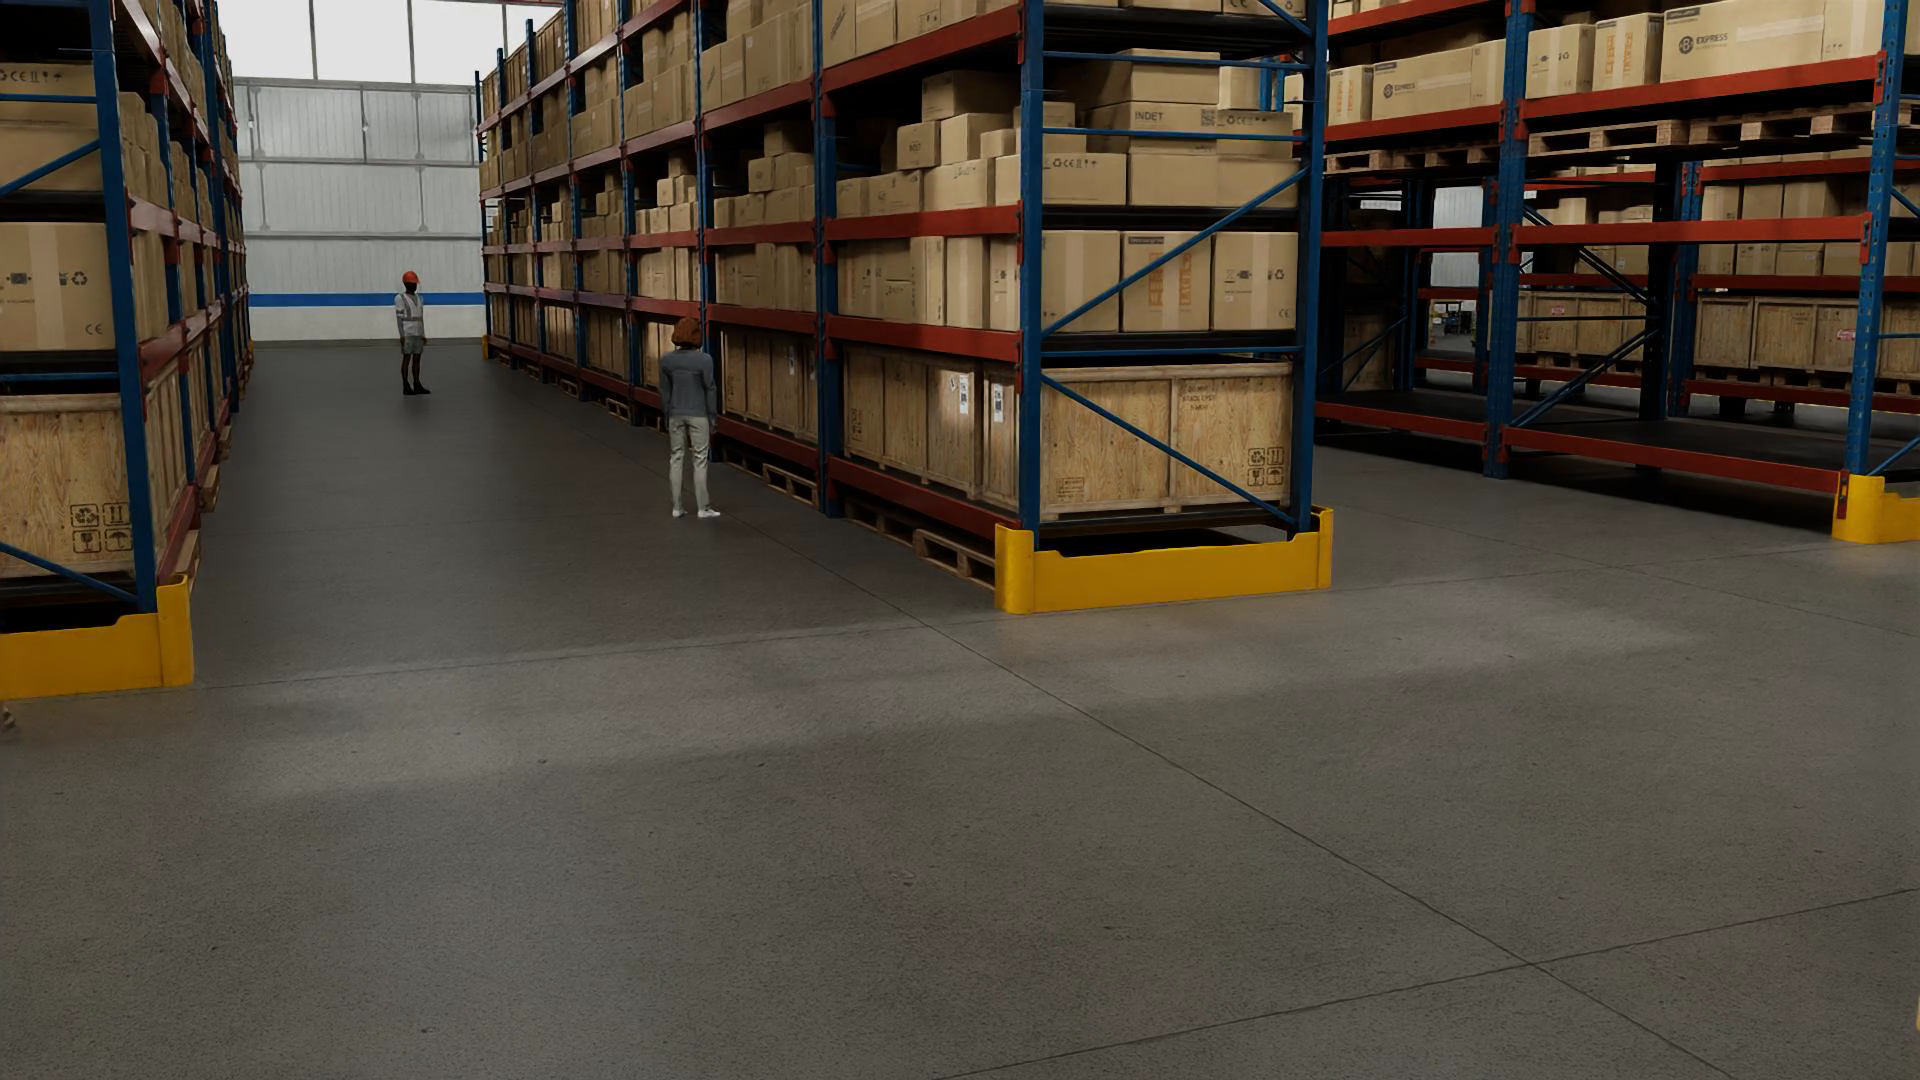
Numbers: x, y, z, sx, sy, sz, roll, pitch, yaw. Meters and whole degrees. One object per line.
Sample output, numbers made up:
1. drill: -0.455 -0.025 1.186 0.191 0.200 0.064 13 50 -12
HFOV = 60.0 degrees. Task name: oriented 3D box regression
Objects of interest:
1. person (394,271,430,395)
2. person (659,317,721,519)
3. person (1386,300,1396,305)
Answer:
1. person: -8.601 -3.248 26.134 0.354 1.939 0.545 4 10 25
2. person: -2.182 -0.978 13.448 0.504 1.633 0.279 3 10 18
3. person: 8.522 -4.262 32.145 0.624 1.962 0.831 -4 10 -22
